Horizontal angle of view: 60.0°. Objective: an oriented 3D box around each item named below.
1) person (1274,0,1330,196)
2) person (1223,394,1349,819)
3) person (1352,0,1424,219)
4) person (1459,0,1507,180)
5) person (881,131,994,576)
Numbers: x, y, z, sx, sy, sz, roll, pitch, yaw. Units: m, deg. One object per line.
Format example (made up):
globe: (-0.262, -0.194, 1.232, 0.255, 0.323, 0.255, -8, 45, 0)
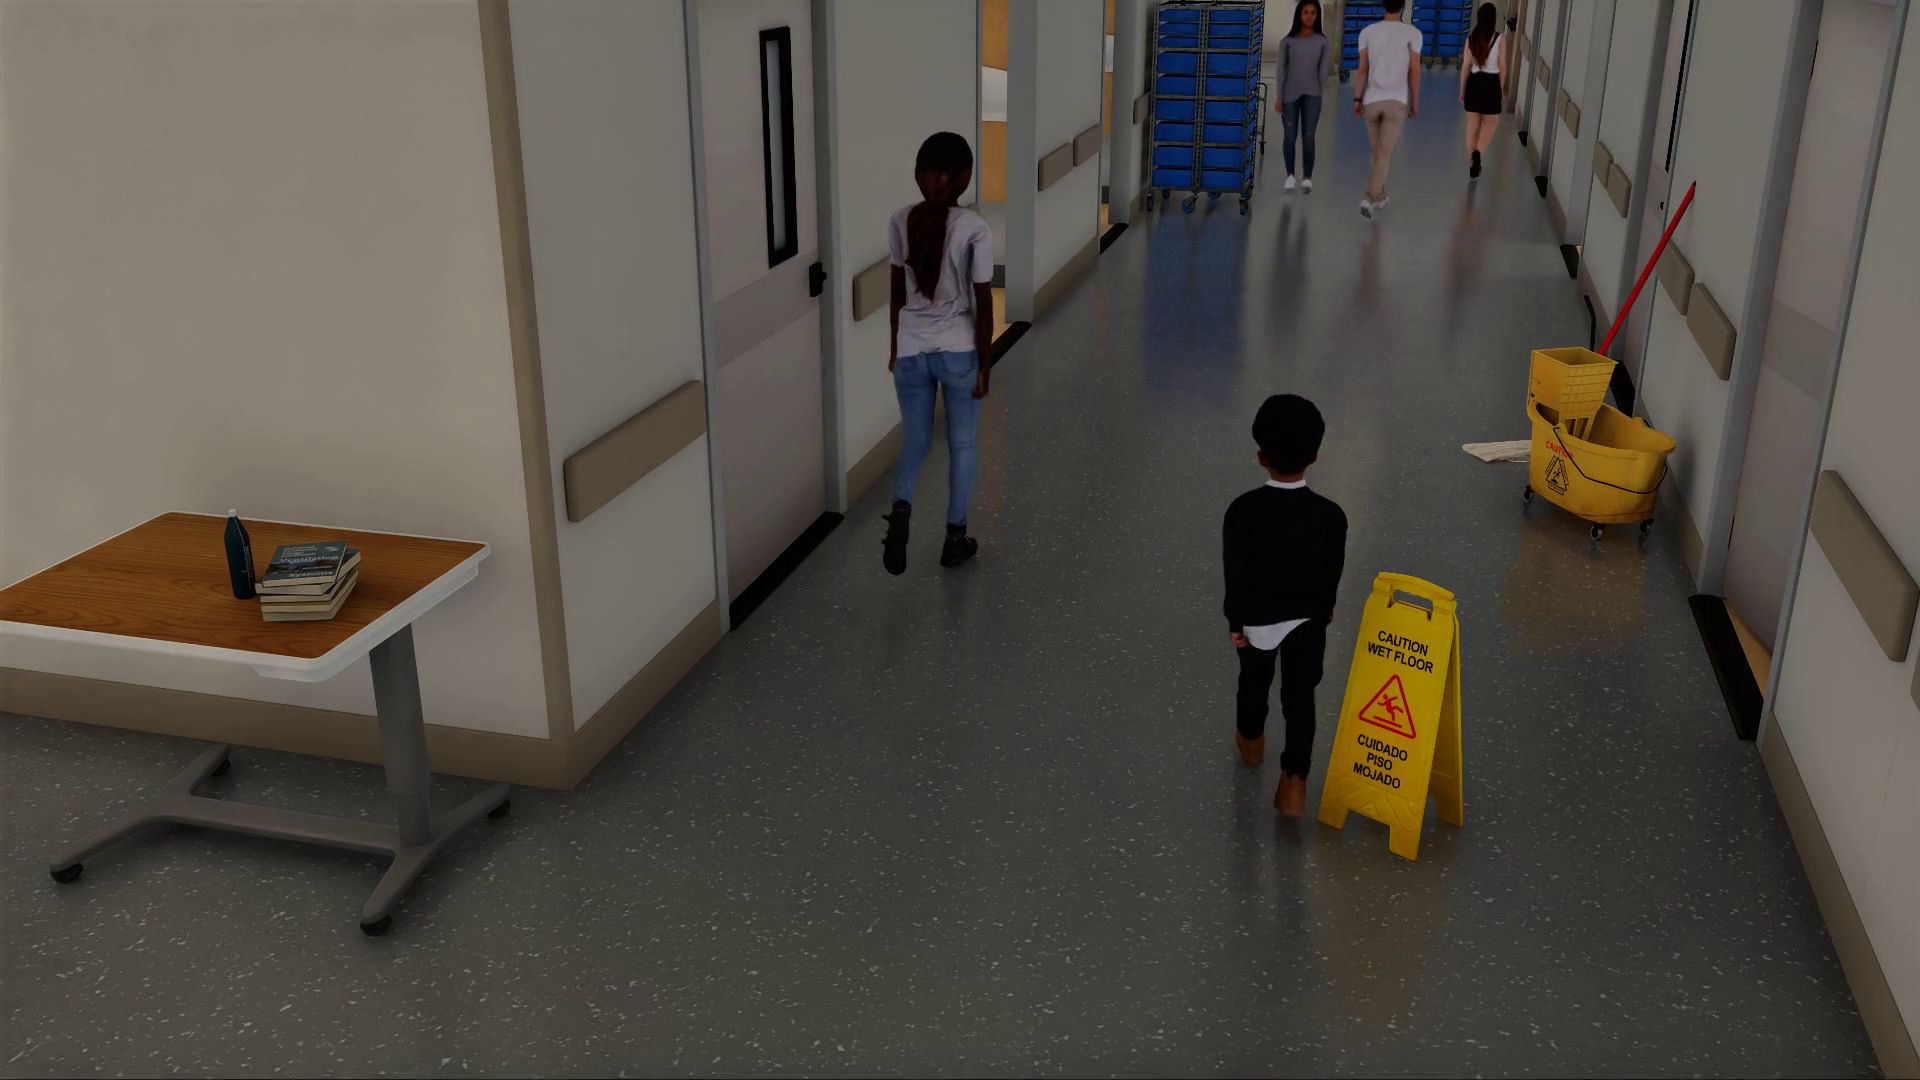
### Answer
person: (3.081, -4.008, 15.147, 0.680, 1.695, 1.103, 3, 21, 9)
person: (0.927, 0.210, 4.705, 0.556, 1.201, 0.856, 3, 21, 7)
person: (3.531, -3.606, 13.862, 0.852, 1.852, 1.254, 9, 23, 23)
person: (4.983, -4.265, 15.904, 0.637, 1.639, 0.723, 10, 23, 24)
person: (-0.113, -0.651, 6.268, 0.629, 1.704, 0.912, 7, 22, 19)
